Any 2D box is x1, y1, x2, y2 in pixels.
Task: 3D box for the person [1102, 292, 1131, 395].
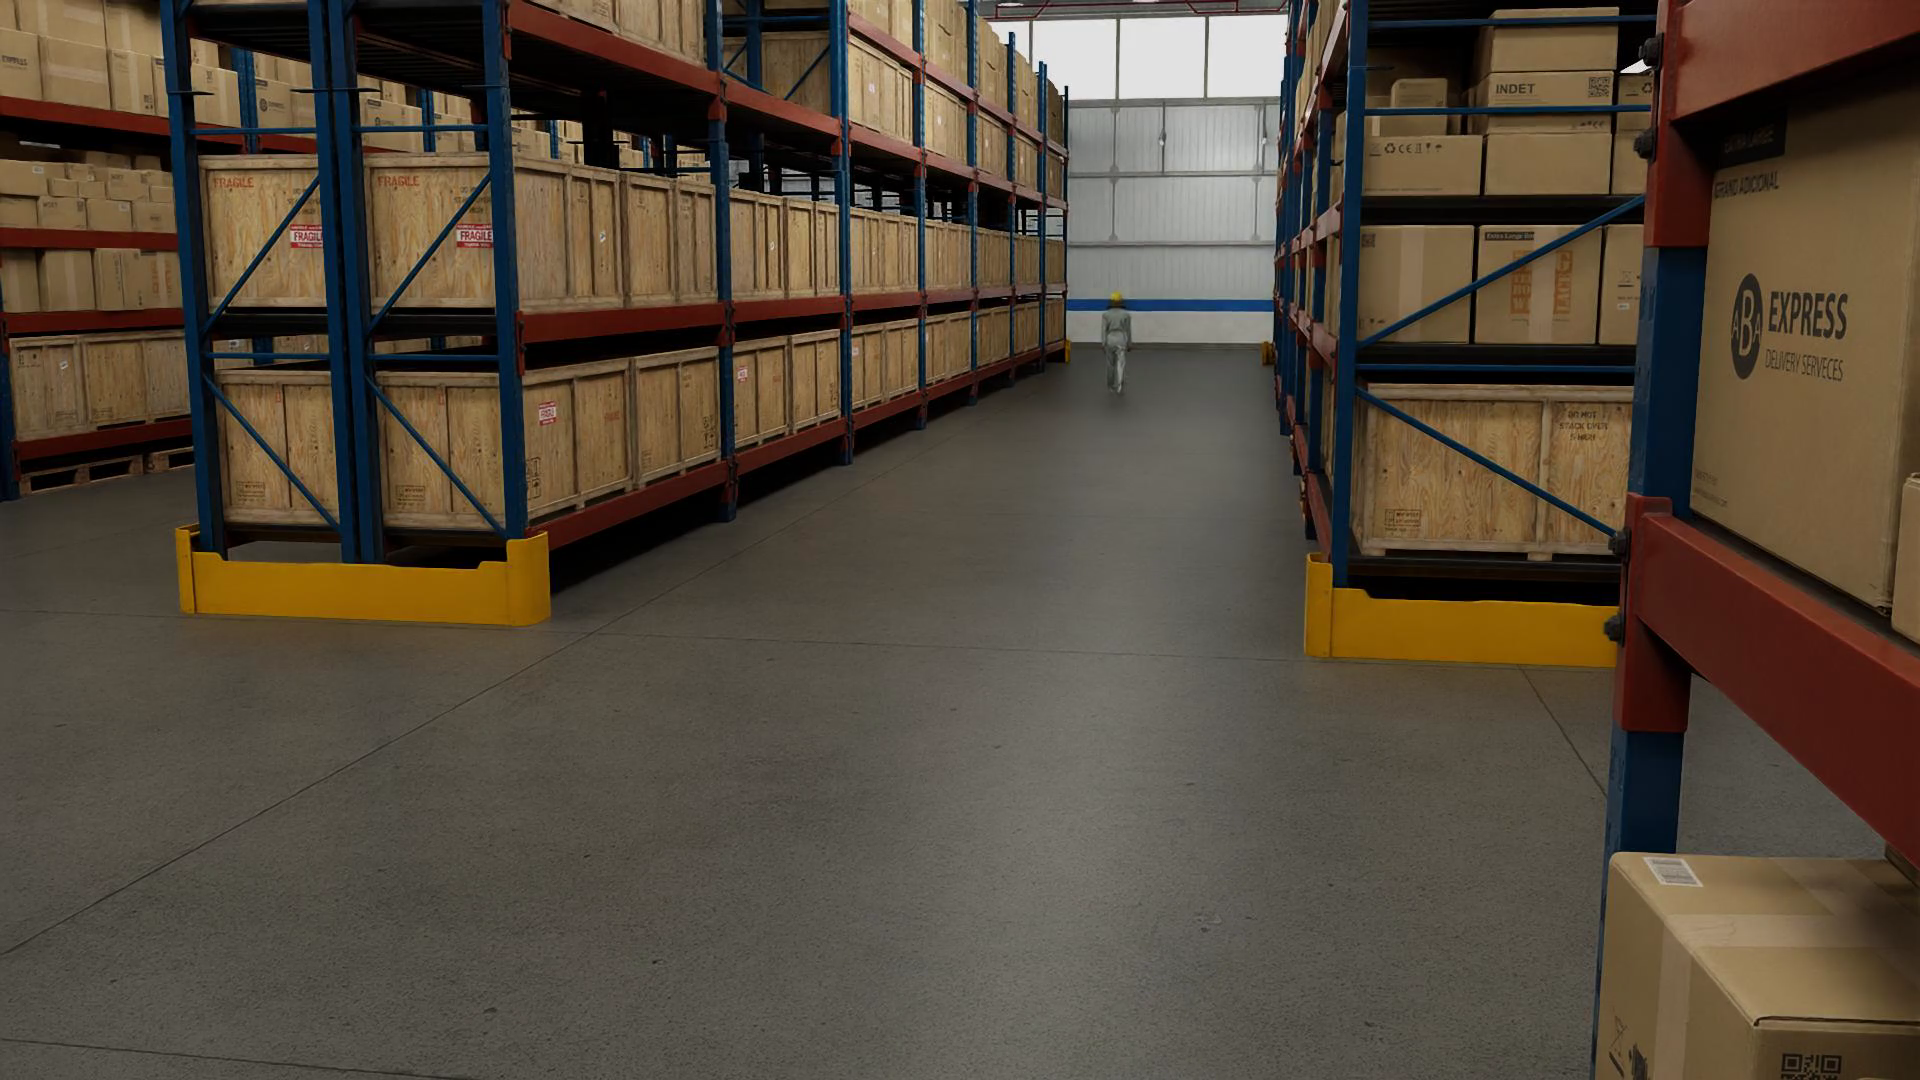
[{"bbox_3d":[2.588,-3.262,27.565,0.488,1.709,0.869,1,9,4],"label":"person"}]
